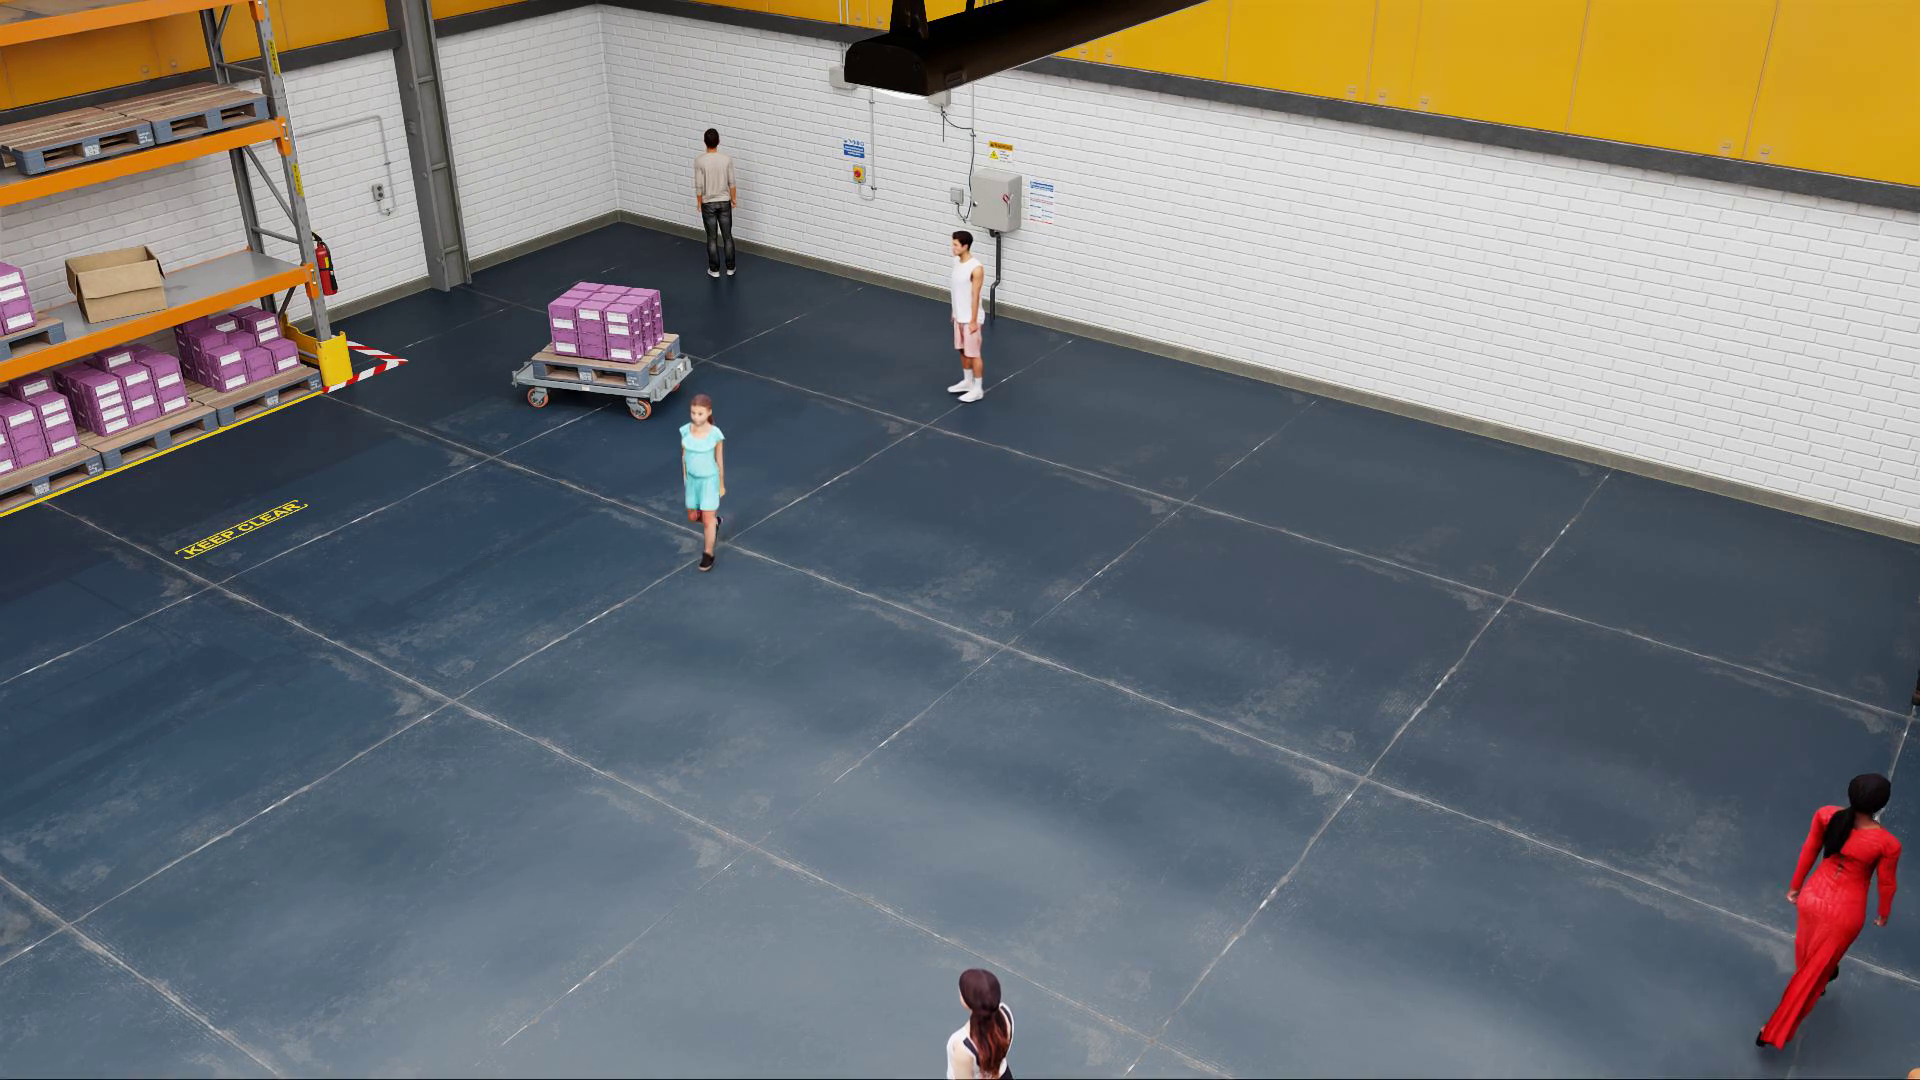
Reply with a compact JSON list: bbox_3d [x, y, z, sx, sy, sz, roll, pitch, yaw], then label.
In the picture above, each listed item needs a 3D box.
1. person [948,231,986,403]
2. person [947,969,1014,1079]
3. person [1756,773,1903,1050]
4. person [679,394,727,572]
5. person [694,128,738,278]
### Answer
[{"bbox_3d":[0.099,-2.297,16.962,0.718,1.780,0.723,-15,32,-25],"label":"person"},{"bbox_3d":[0.115,2.699,7.943,0.597,1.647,0.449,19,34,31],"label":"person"},{"bbox_3d":[4.666,2.062,9.022,1.230,1.731,0.884,-19,34,-31],"label":"person"},{"bbox_3d":[-2.127,-0.531,13.965,0.681,1.550,0.844,9,30,16],"label":"person"},{"bbox_3d":[-2.960,-4.105,20.243,0.696,1.812,0.788,-9,30,-16],"label":"person"}]
